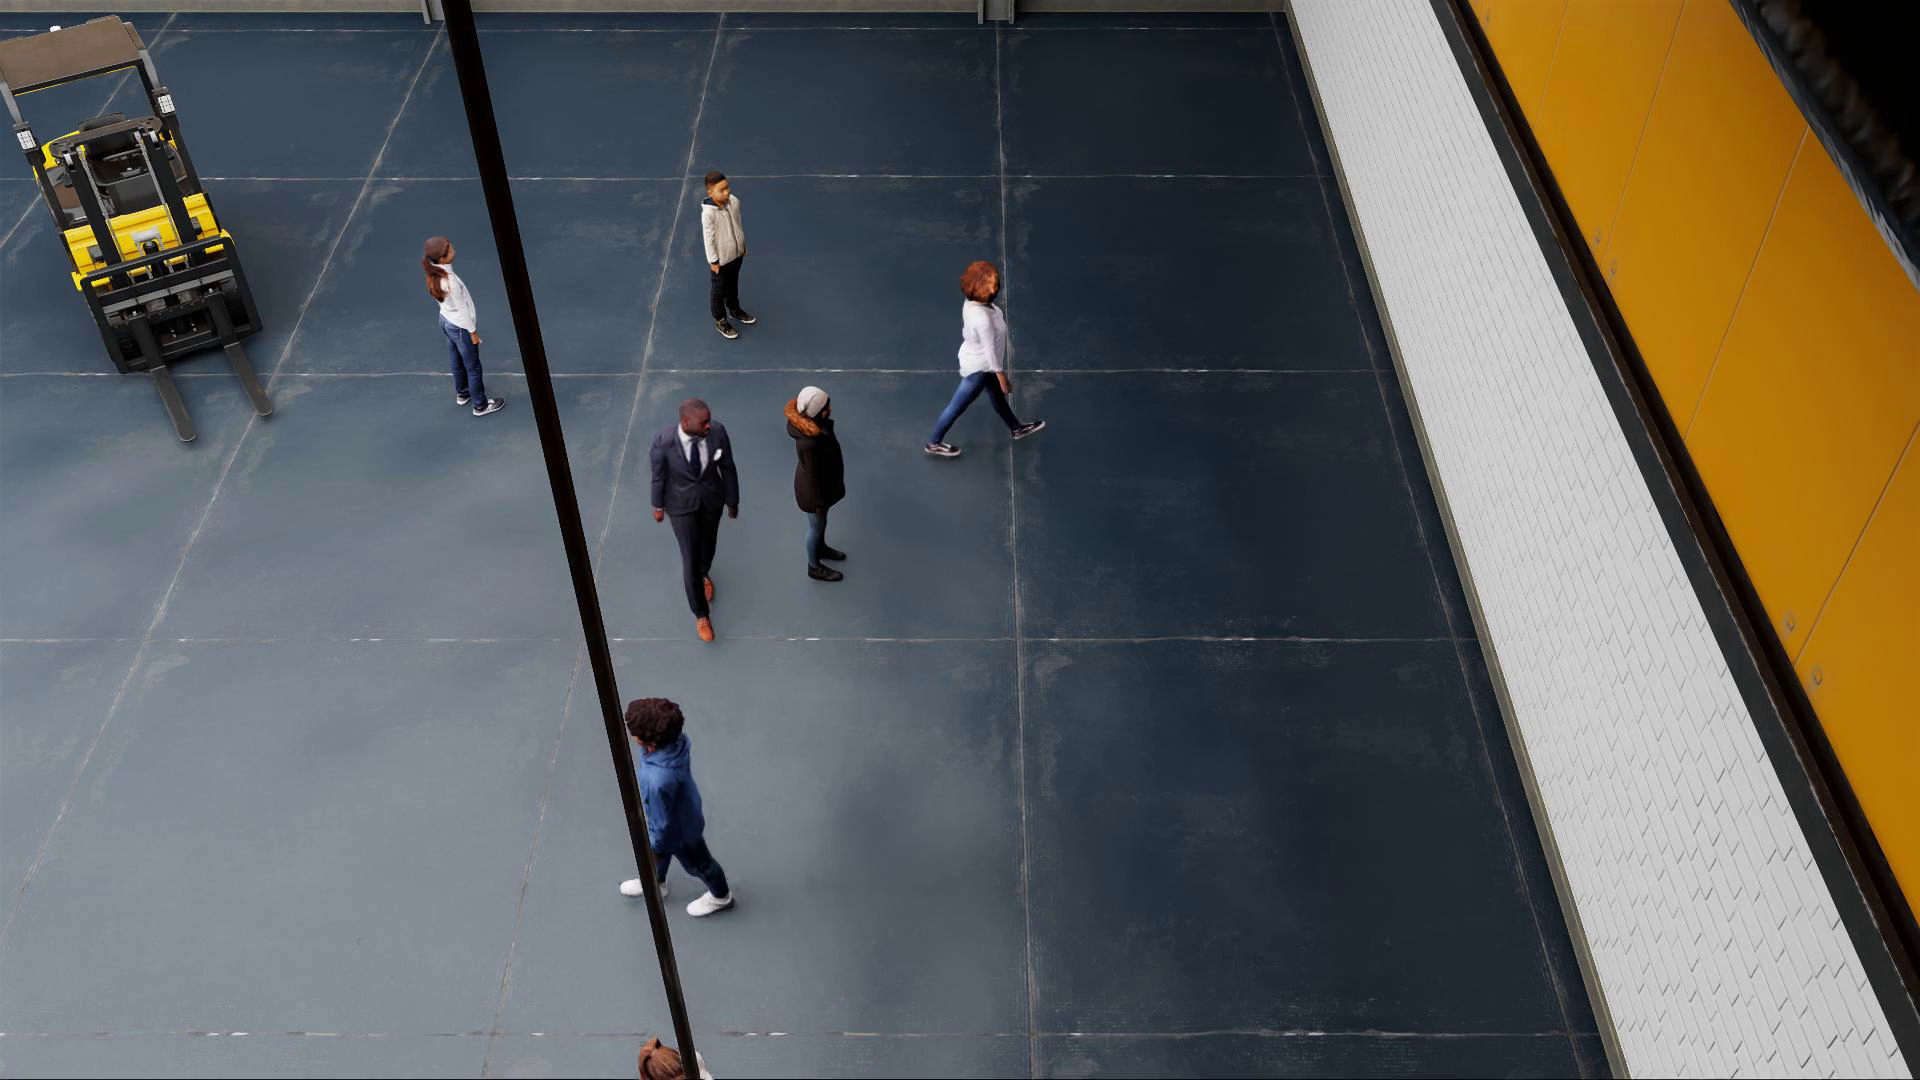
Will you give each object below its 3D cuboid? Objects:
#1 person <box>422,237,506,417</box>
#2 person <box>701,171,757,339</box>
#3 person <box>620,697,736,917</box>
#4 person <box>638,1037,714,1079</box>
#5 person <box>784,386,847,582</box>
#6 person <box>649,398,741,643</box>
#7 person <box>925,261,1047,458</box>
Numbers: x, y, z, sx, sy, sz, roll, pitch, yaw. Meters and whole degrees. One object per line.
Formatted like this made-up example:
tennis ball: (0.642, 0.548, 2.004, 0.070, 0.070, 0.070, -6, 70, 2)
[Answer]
person: (-3.862, -1.654, 12.758, 0.619, 1.559, 0.682, 34, 53, 30)
person: (-1.929, -2.354, 13.568, 0.681, 1.455, 0.660, 23, 48, 22)
person: (-1.503, 1.513, 9.266, 0.926, 1.790, 0.742, -5, 44, -5)
person: (-1.342, 2.841, 7.931, 1.007, 1.709, 0.810, 14, 45, 15)
person: (-0.980, -0.403, 11.391, 0.576, 1.634, 0.596, 0, 44, 0)
person: (-1.792, -0.293, 11.161, 1.051, 1.791, 1.018, -15, 46, -15)
person: (0.031, -1.287, 12.301, 1.159, 1.658, 0.668, -1, 44, -1)
